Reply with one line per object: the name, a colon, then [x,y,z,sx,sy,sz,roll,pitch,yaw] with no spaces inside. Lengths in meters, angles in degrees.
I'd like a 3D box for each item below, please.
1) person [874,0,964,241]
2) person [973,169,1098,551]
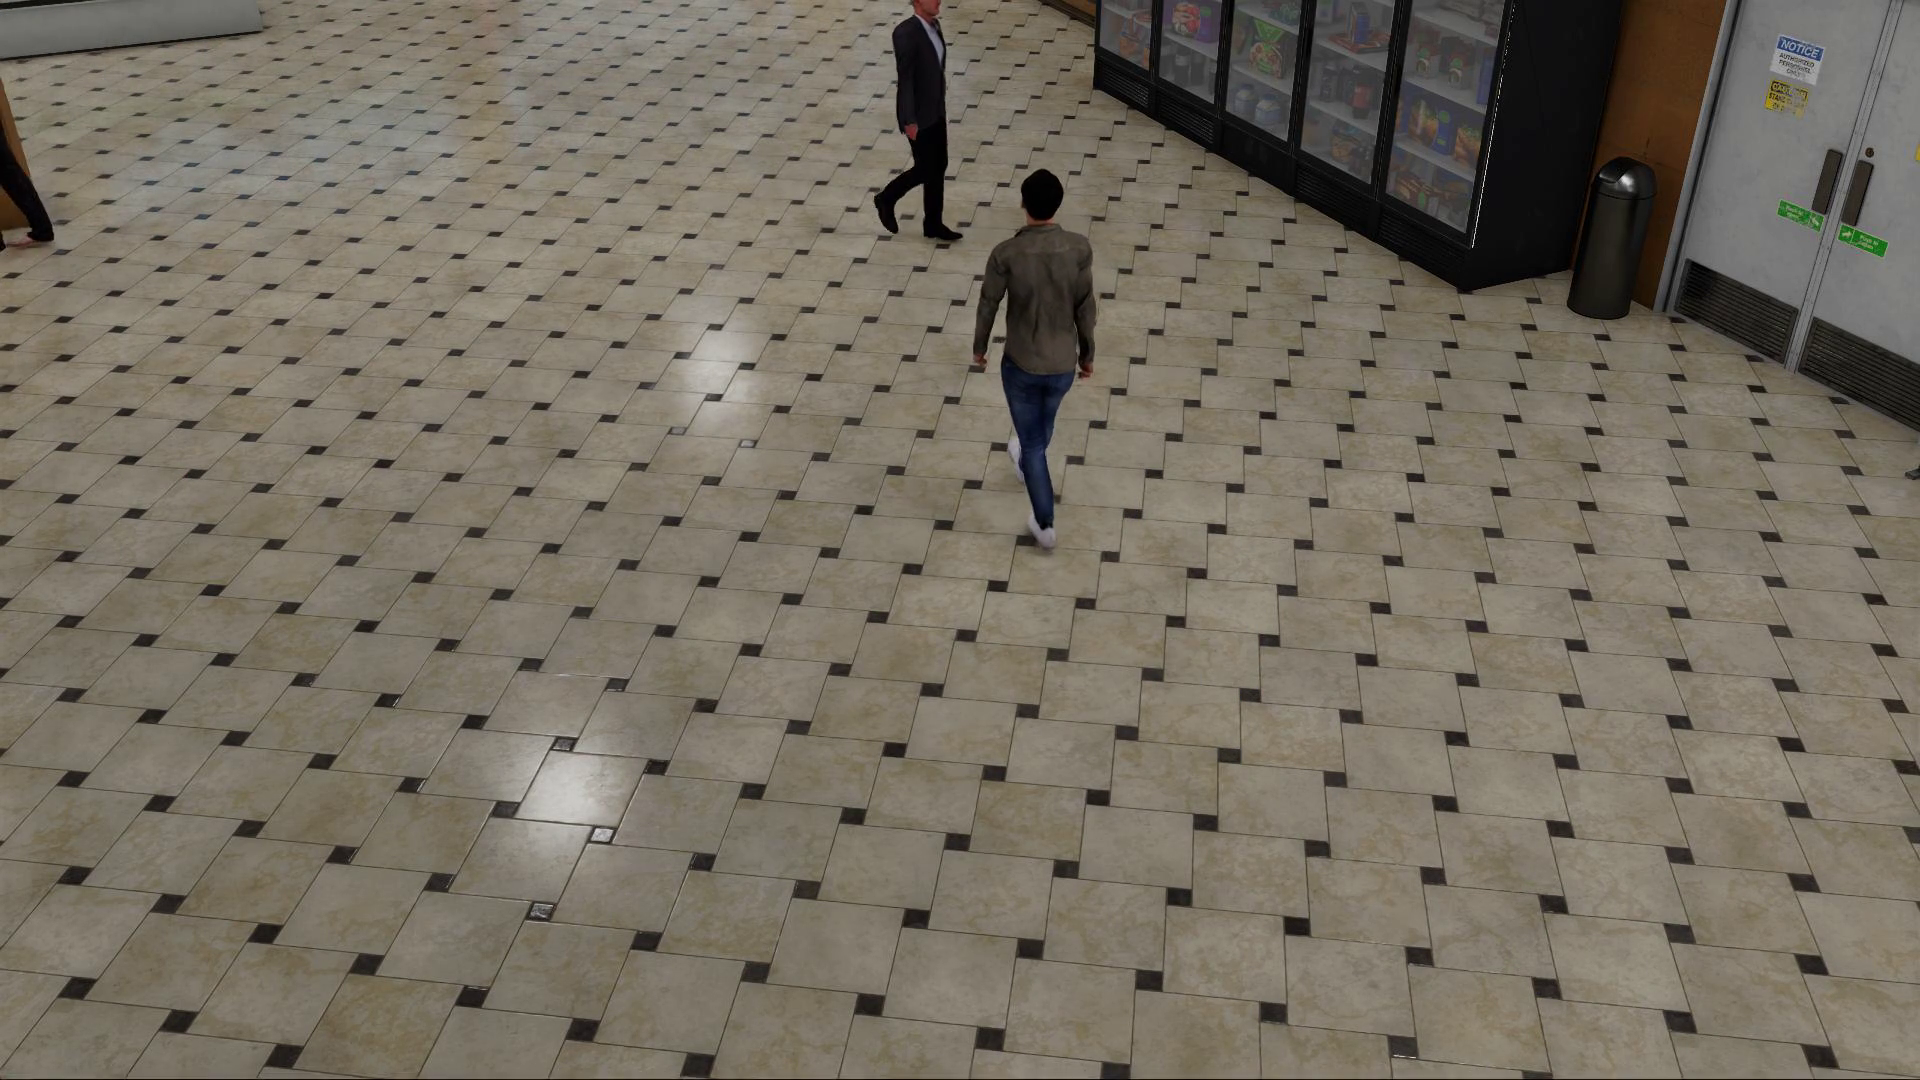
person: [-0.318,-2.933,11.380,1.045,1.825,0.991,13,34,20]
person: [0.393,-0.800,7.959,1.116,1.817,0.909,-8,33,-13]
